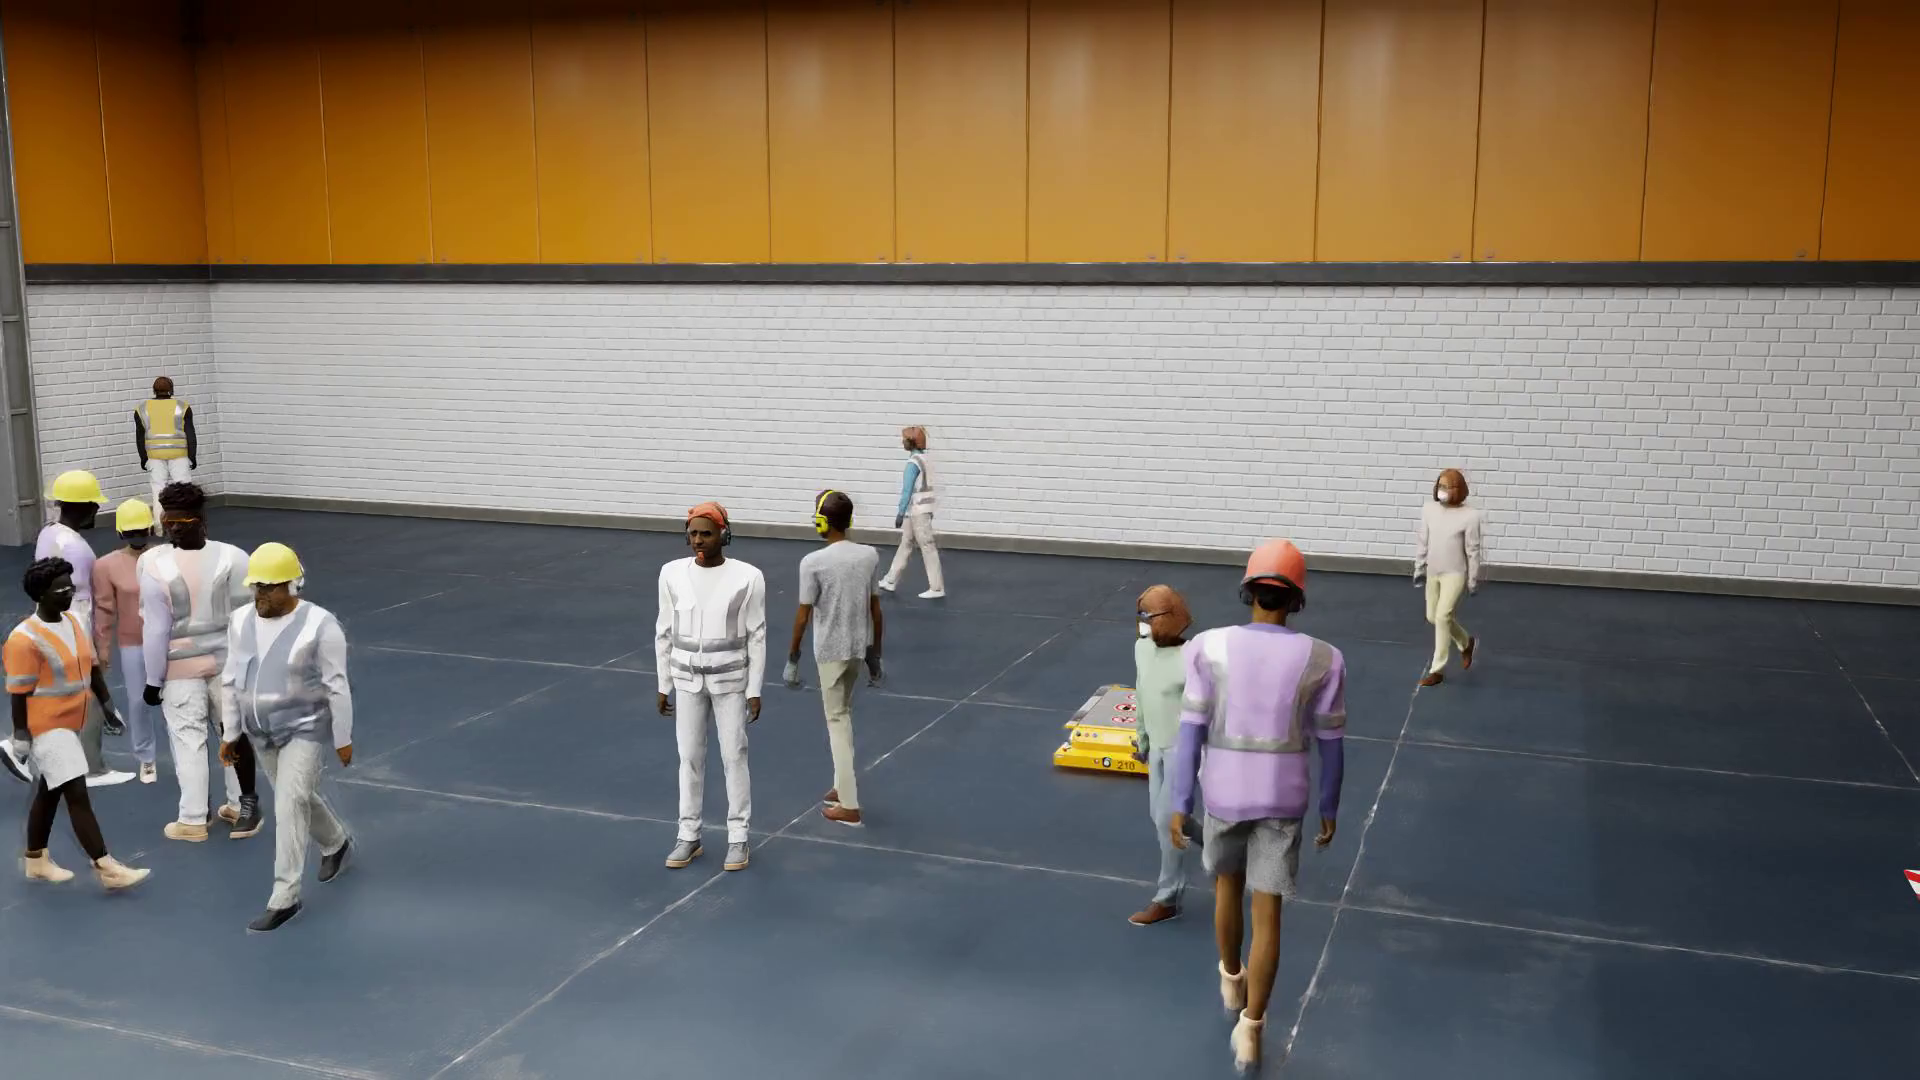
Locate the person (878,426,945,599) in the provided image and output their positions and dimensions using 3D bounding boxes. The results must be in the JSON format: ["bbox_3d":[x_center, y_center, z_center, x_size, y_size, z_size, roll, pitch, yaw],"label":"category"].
[{"bbox_3d":[-0.501,-0.251,15.444,0.807,1.598,0.545,2,9,10],"label":"person"}]

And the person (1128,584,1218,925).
[{"bbox_3d":[1.061,0.981,7.820,0.605,1.602,0.528,-5,10,-27],"label":"person"}]

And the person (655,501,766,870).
[{"bbox_3d":[-1.270,0.742,8.460,0.576,1.882,0.355,1,9,8],"label":"person"}]

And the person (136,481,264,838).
[{"bbox_3d":[-4.044,0.649,8.861,0.613,1.948,0.423,-1,9,-4],"label":"person"}]

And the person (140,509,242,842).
[{"bbox_3d":[-4.093,0.691,8.920,0.429,1.837,0.621,6,11,32],"label":"person"}]

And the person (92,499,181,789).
[{"bbox_3d":[-4.750,0.613,9.727,0.542,1.730,0.661,-4,10,-24],"label":"person"}]

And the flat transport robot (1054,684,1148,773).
[{"bbox_3d":[1.094,1.189,10.667,0.652,0.197,1.431,3,10,17],"label":"flat transport robot"}]

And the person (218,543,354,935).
[{"bbox_3d":[-3.178,0.876,7.953,0.586,1.802,0.892,3,10,17],"label":"person"}]

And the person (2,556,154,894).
[{"bbox_3d":[-4.297,0.906,8.125,0.813,1.663,0.538,0,9,1],"label":"person"}]

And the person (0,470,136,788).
[{"bbox_3d":[-5.220,0.546,9.635,0.623,1.900,0.589,-8,12,-41],"label":"person"}]

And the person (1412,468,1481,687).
[{"bbox_3d":[3.646,0.254,12.324,0.684,1.609,0.503,-6,11,-34],"label":"person"}]

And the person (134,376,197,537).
[{"bbox_3d":[-9.109,-0.959,19.134,0.626,1.843,0.430,-2,9,-15],"label":"person"}]

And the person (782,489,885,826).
[{"bbox_3d":[-0.740,0.639,9.189,0.528,1.851,0.620,-8,12,-41],"label":"person"}]

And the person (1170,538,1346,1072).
[{"bbox_3d":[1.175,0.991,6.551,0.647,2.000,0.898,2,9,12],"label":"person"}]
